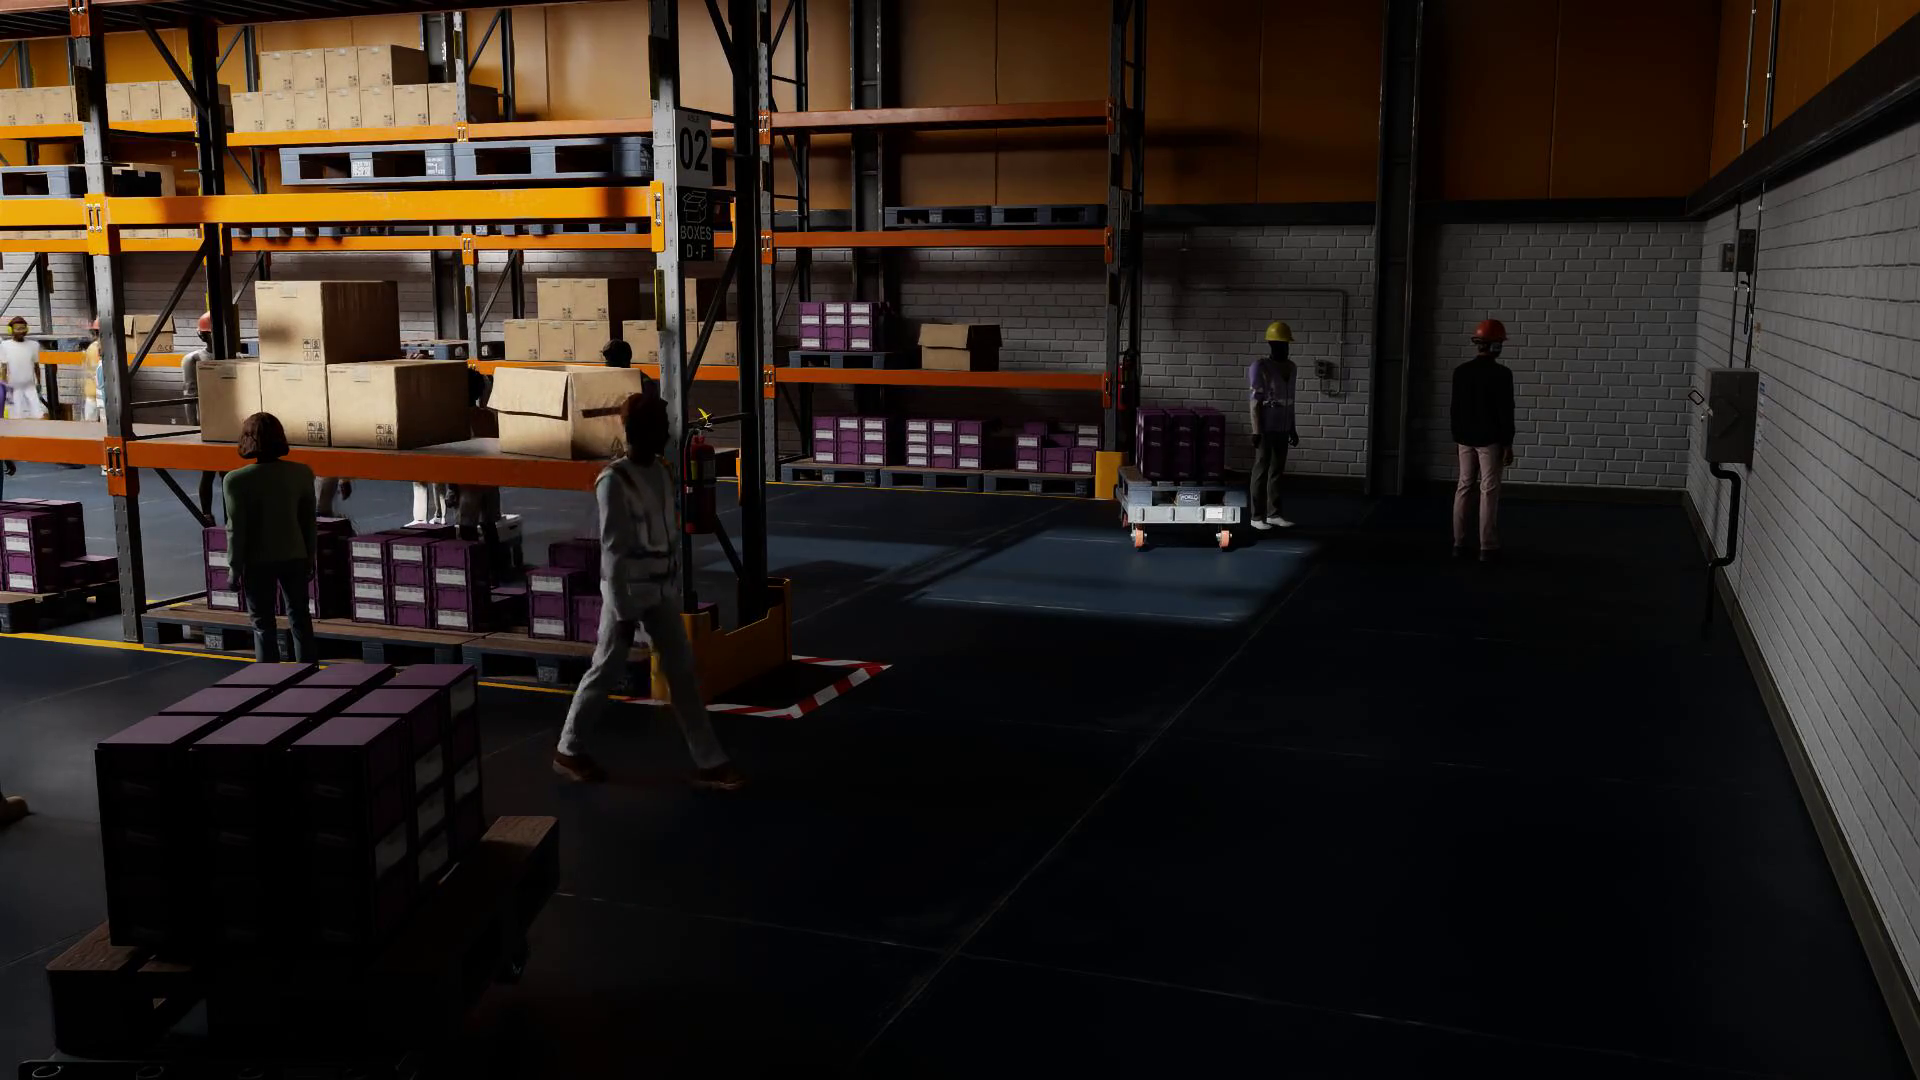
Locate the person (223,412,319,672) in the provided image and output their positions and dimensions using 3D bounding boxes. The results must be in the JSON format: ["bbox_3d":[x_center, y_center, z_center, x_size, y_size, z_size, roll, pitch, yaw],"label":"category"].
[{"bbox_3d":[-3.672,0.132,8.895,0.282,1.636,0.500,8,12,40],"label":"person"}]

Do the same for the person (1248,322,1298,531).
[{"bbox_3d":[2.928,-1.059,15.462,0.584,1.927,0.367,-7,12,-38],"label":"person"}]

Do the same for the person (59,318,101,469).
[{"bbox_3d":[-10.488,-1.783,20.208,1.003,1.886,0.551,-1,9,-7],"label":"person"}]

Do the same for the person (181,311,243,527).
[{"bbox_3d":[-6.632,-1.032,14.927,0.372,2.042,0.615,5,10,29],"label":"person"}]

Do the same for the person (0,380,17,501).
[{"bbox_3d":[-7.817,-0.667,13.243,0.389,1.850,0.567,3,10,20],"label":"person"}]

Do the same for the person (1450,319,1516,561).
[{"bbox_3d":[4.338,-0.823,13.771,0.381,1.994,0.621,-6,11,-32],"label":"person"}]

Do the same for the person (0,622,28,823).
[{"bbox_3d":[-4.382,0.217,7.096,0.685,2.000,0.535,1,9,8],"label":"person"}]

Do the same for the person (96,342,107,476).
[{"bbox_3d":[-9.978,-1.560,19.545,0.316,1.629,0.508,-3,9,-16],"label":"person"}]

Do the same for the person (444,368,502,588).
[{"bbox_3d":[-3.498,-0.384,11.947,0.318,1.697,0.536,4,10,21],"label":"person"}]

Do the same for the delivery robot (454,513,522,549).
[{"bbox_3d":[-3.746,-0.056,13.169,0.477,0.478,0.707,1,9,7],"label":"delivery robot"}]

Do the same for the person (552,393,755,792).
[{"bbox_3d":[-1.470,0.245,7.587,1.008,1.834,0.602,3,10,21],"label":"person"}]

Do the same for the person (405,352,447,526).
[{"bbox_3d":[-5.001,-0.924,15.501,0.307,1.645,0.517,5,10,29],"label":"person"}]

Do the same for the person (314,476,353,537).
[{"bbox_3d":[-4.698,-0.534,12.270,0.557,1.901,0.947,7,11,36],"label":"person"}]

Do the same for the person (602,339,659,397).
[{"bbox_3d":[-2.754,-0.705,13.509,0.636,1.842,0.429,4,10,23],"label":"person"}]

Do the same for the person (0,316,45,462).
[{"bbox_3d":[-11.810,-1.895,20.967,0.483,1.843,0.471,-9,13,-44],"label":"person"}]
